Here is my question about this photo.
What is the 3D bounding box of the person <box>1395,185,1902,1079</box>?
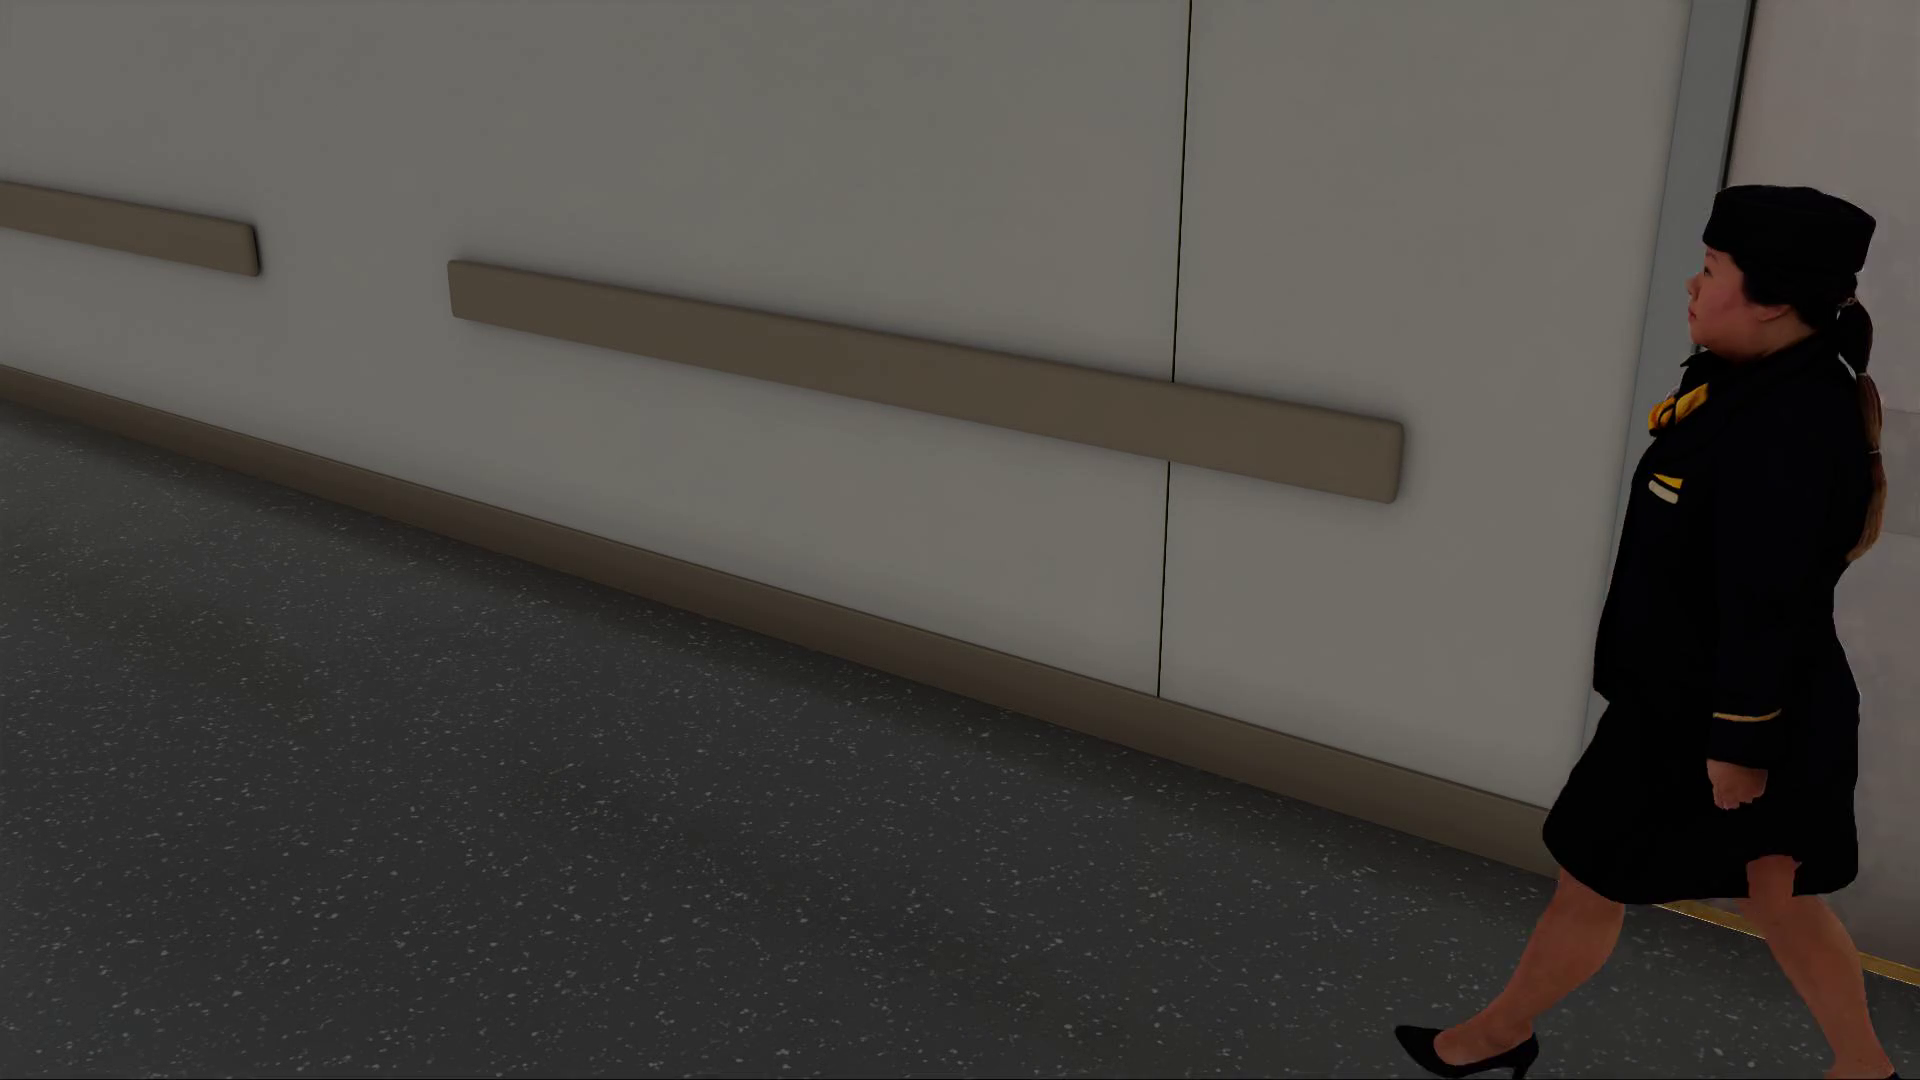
[{"bbox_3d":[1.309,0.307,2.668,0.886,1.627,1.057,10,23,24],"label":"person"}]
